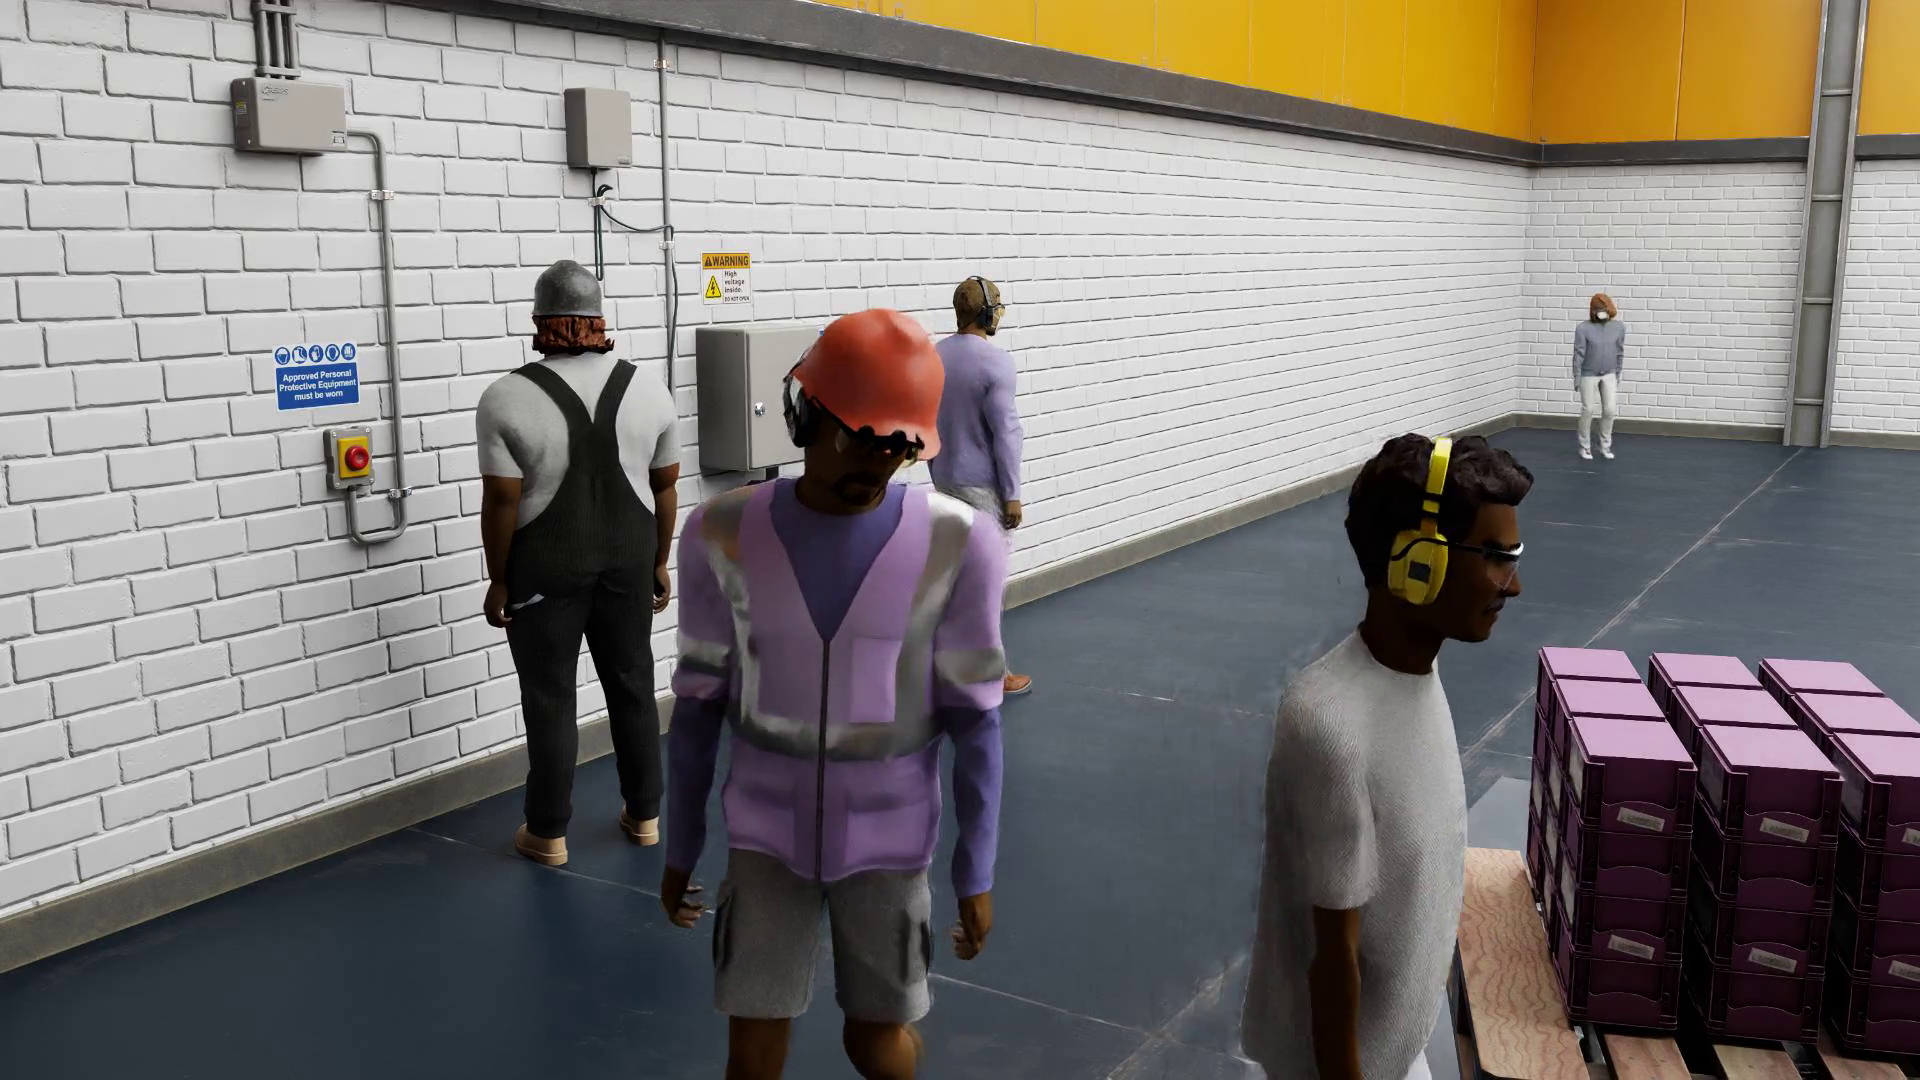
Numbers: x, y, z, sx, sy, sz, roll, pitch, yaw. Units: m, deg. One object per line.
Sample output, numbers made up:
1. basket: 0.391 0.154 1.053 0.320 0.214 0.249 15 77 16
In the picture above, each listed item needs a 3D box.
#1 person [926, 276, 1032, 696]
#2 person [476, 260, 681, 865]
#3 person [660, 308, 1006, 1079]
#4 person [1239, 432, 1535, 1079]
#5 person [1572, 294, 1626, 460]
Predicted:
1. person: 0.067 -0.243 7.698 0.373 1.940 0.629 -9 13 -40
2. person: -1.318 0.070 5.679 0.689 2.000 0.539 -6 12 -31
3. person: -0.240 0.548 3.203 0.671 1.998 0.788 1 10 4
4. person: 0.549 0.767 2.372 0.446 1.851 0.540 7 12 34
5. person: 6.065 -1.547 15.854 0.516 1.596 0.557 0 10 2
